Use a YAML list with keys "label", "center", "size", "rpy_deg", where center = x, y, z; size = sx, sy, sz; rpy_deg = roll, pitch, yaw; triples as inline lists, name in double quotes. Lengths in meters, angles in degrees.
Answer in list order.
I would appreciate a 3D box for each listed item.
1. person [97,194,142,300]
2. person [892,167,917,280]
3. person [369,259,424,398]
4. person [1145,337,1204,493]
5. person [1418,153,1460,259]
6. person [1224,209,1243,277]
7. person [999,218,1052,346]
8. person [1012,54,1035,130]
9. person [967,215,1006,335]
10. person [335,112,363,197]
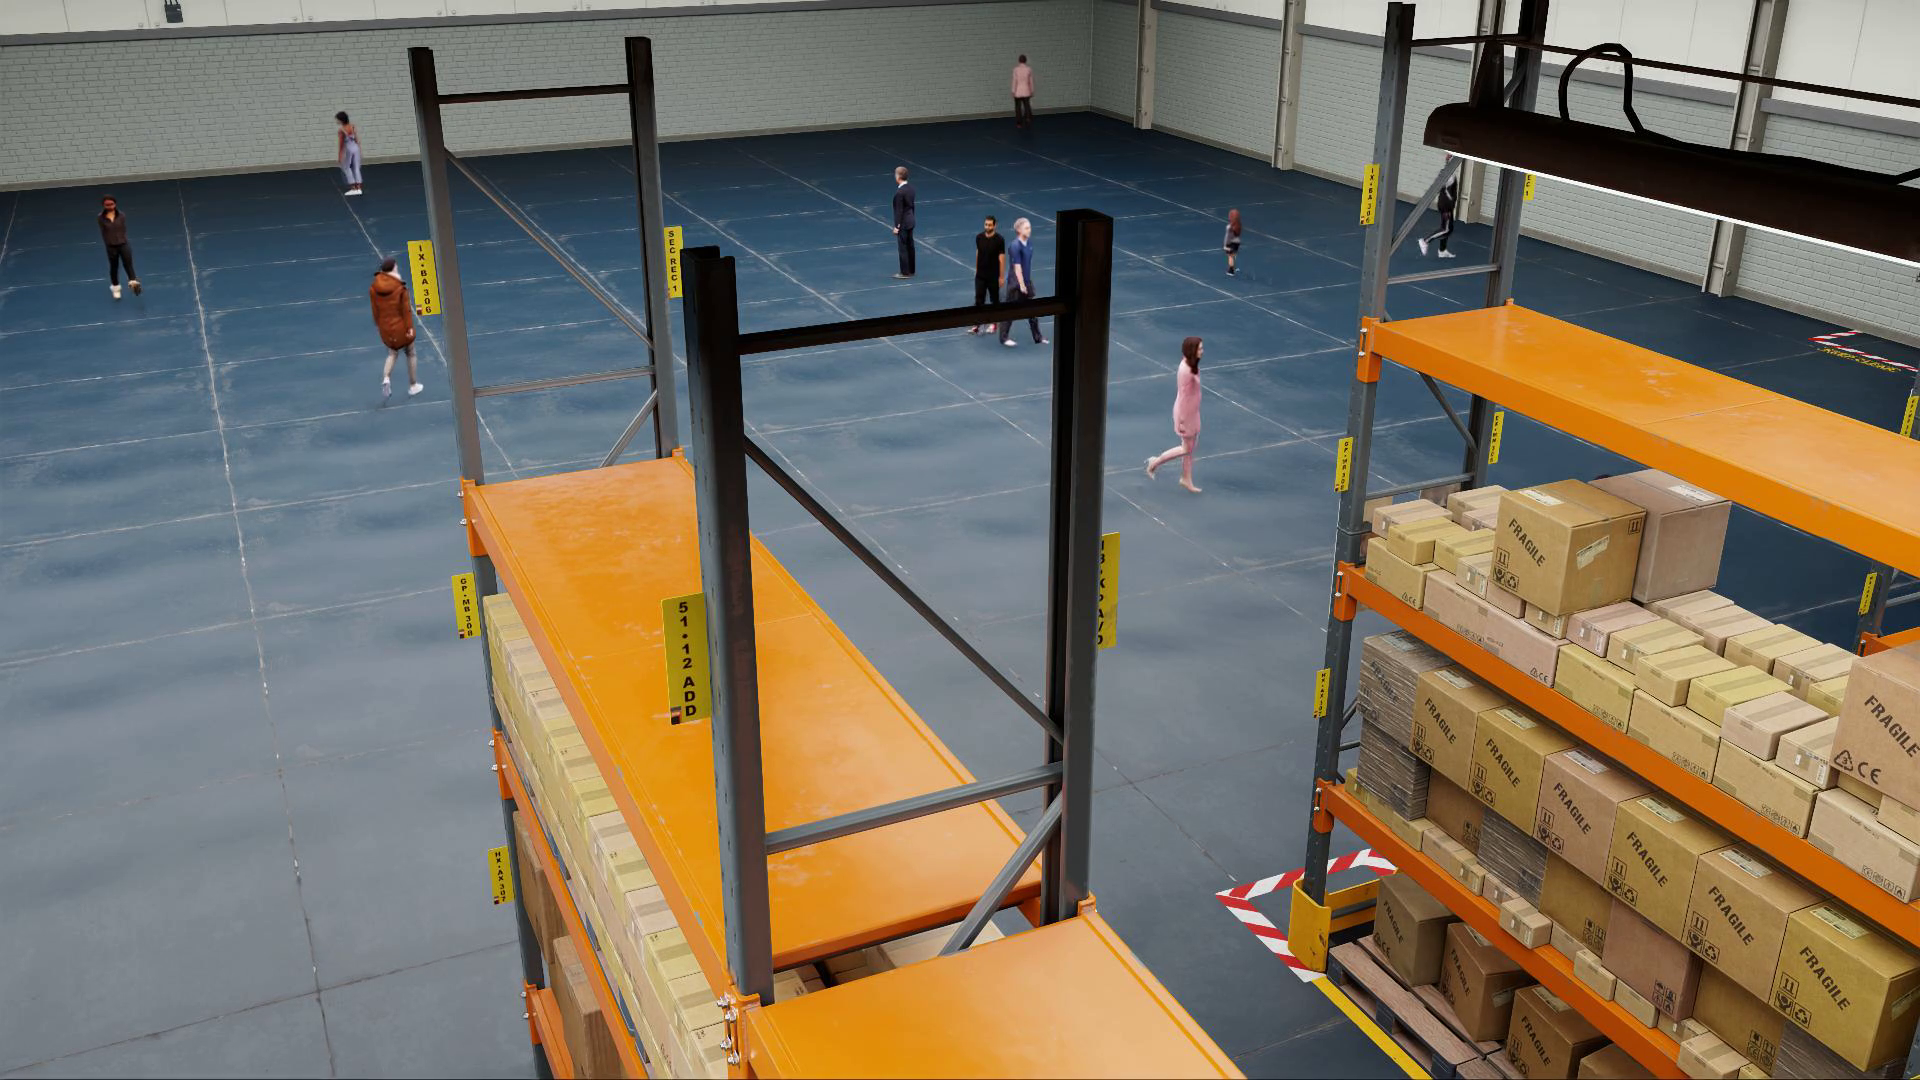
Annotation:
- label: "person"
  center: [-13.152, -4.522, 25.949]
  size: [0.638, 1.637, 1.024]
  rpy_deg: [-12, 26, -27]
- label: "person"
  center: [-0.912, -5.240, 27.412]
  size: [0.804, 1.813, 0.780]
  rpy_deg: [12, 26, 26]
- label: "person"
  center: [-7.300, -2.694, 21.417]
  size: [0.985, 1.820, 1.089]
  rpy_deg: [3, 23, 8]
- label: "person"
  center: [2.414, -1.370, 18.344]
  size: [0.971, 1.788, 0.941]
  rpy_deg: [6, 24, 13]
- label: "person"
  center: [8.273, -5.734, 28.581]
  size: [0.993, 1.808, 0.993]
  rpy_deg: [2, 23, 5]
- label: "person"
  center: [4.568, -4.929, 27.591]
  size: [0.532, 1.100, 0.548]
  rpy_deg: [-17, 29, -35]
- label: "person"
  center: [0.763, -3.648, 23.635]
  size: [1.117, 1.840, 0.972]
  rpy_deg: [16, 28, 33]
- label: "person"
  center: [1.551, -11.050, 41.105]
  size: [0.881, 1.790, 1.036]
  rpy_deg: [-2, 23, -5]
- label: "person"
  center: [0.460, -3.895, 24.338]
  size: [0.958, 1.744, 0.998]
  rpy_deg: [11, 25, 24]
- label: "person"
  center: [-12.345, -7.849, 33.725]
  size: [0.836, 1.674, 0.810]
  rpy_deg: [19, 30, 38]
